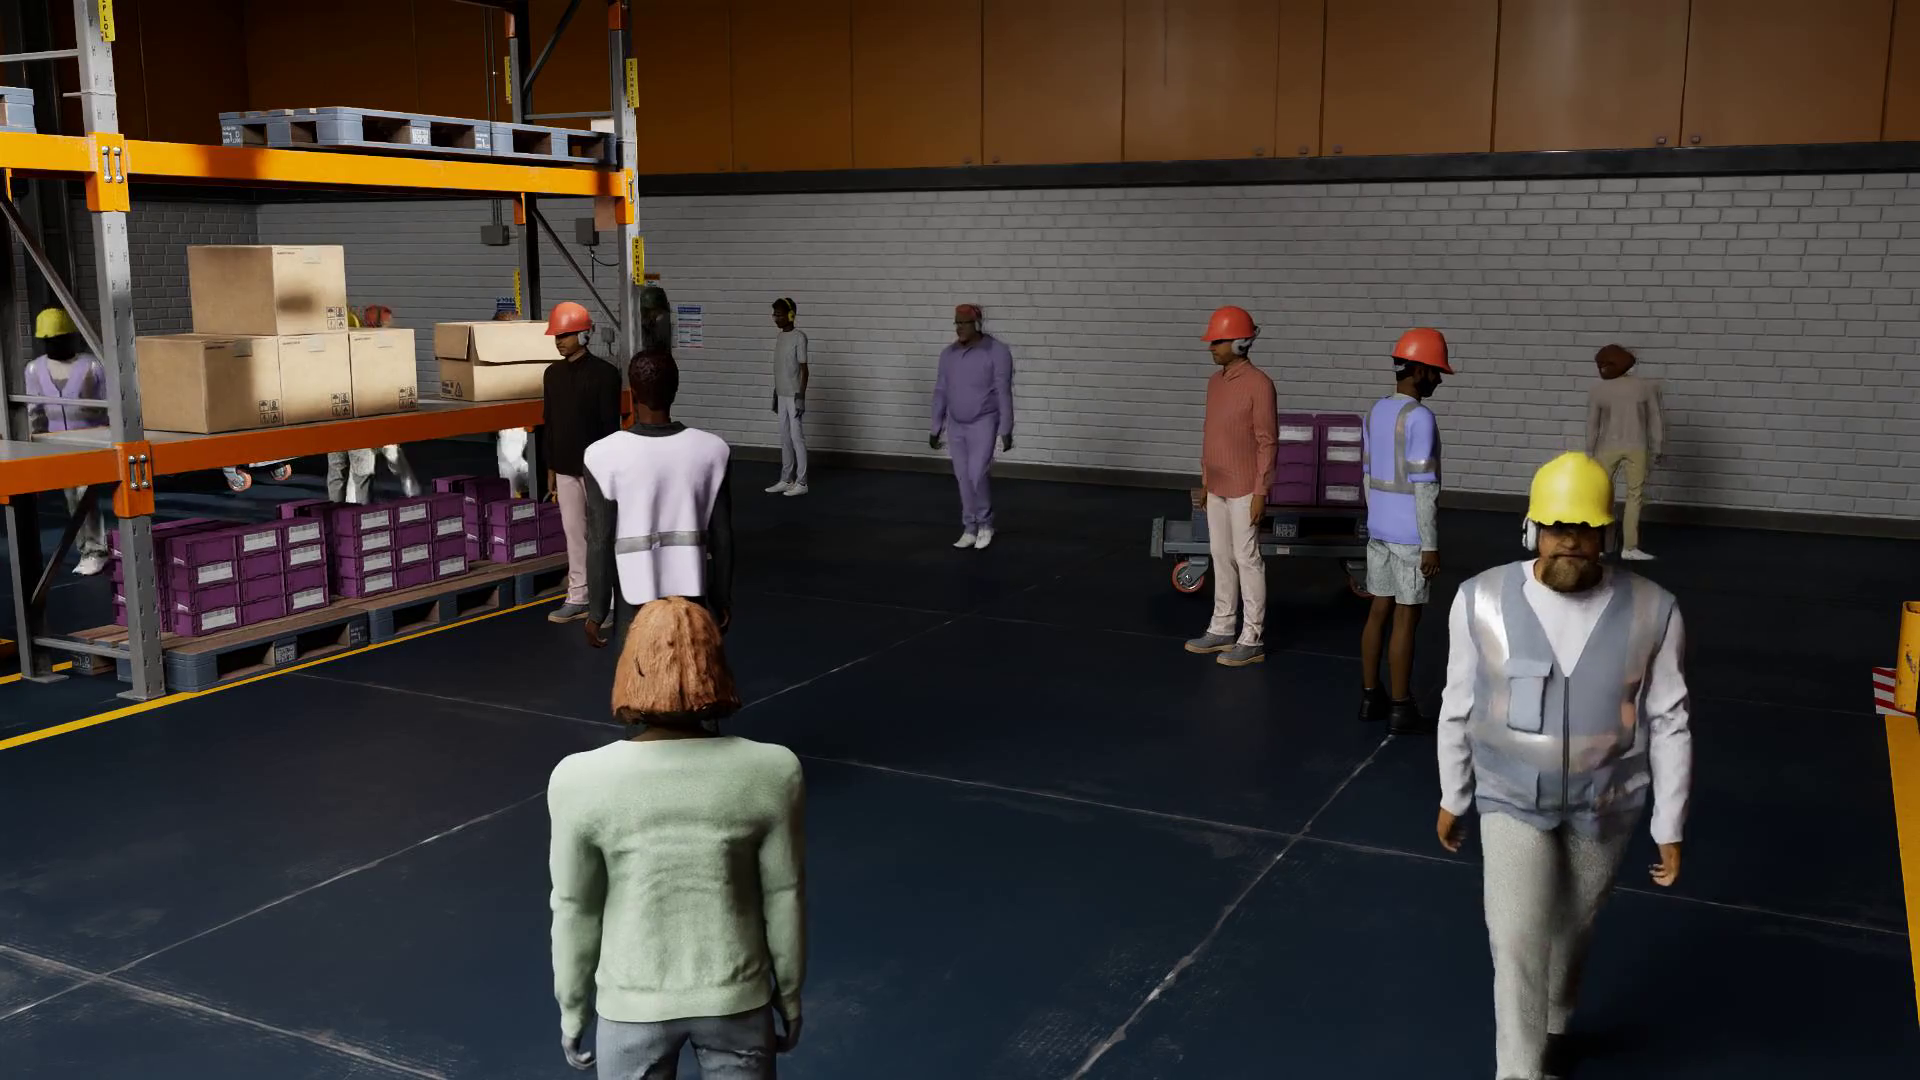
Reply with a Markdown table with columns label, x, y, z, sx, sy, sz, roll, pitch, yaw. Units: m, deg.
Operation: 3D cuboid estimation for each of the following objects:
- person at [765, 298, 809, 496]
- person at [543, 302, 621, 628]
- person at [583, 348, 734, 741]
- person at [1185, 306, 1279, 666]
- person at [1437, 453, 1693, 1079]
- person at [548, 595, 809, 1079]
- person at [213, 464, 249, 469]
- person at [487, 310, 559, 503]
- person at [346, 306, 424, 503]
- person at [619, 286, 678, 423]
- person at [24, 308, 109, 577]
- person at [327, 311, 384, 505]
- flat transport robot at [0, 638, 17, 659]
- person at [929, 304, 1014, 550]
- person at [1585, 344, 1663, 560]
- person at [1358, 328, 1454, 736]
| label | x | y | z | sx | sy | sz | roll | pitch | yaw |
| --- | --- | --- | --- | --- | --- | --- | --- | --- | --- |
| person | -1.623 | -1.349 | 15.699 | 0.329 | 1.865 | 0.515 | -8 | 12 | -37 |
| person | -2.320 | -0.452 | 10.154 | 0.613 | 1.986 | 0.402 | 6 | 11 | 30 |
| person | -1.152 | 0.225 | 6.426 | 0.599 | 1.917 | 0.377 | -6 | 11 | -30 |
| person | 1.509 | -0.300 | 9.252 | 0.399 | 1.989 | 0.622 | -4 | 11 | -23 |
| person | 1.548 | 0.664 | 4.283 | 0.612 | 1.783 | 0.919 | 3 | 10 | 14 |
| person | -0.543 | 0.918 | 3.272 | 0.497 | 1.626 | 0.288 | -2 | 10 | -11 |
| person | -7.780 | -1.719 | 17.593 | 0.384 | 1.948 | 0.605 | 5 | 11 | 25 |
| person | -3.645 | -0.985 | 13.728 | 0.526 | 1.816 | 0.648 | 0 | 10 | 1 |
| person | -4.747 | -1.019 | 13.852 | 0.974 | 1.832 | 0.589 | -4 | 11 | -24 |
| person | -2.961 | -1.405 | 15.507 | 0.865 | 2.000 | 0.755 | 1 | 10 | 4 |
| person | -6.219 | -0.675 | 11.693 | 0.667 | 1.895 | 0.612 | 0 | 10 | 0 |
| person | -4.756 | -0.862 | 12.982 | 0.591 | 1.828 | 0.404 | 3 | 10 | 18 |
| flat transport robot | -5.893 | 0.634 | 8.823 | 0.652 | 0.197 | 1.431 | 5 | 11 | 26 |
| person | 0.056 | -0.857 | 12.761 | 0.686 | 1.890 | 0.485 | 7 | 12 | 35 |
| person | 4.928 | -0.645 | 12.372 | 0.596 | 1.612 | 0.315 | 4 | 11 | 22 |
| person | 2.133 | -0.039 | 7.928 | 0.374 | 1.928 | 0.542 | -3 | 10 | -15 |
